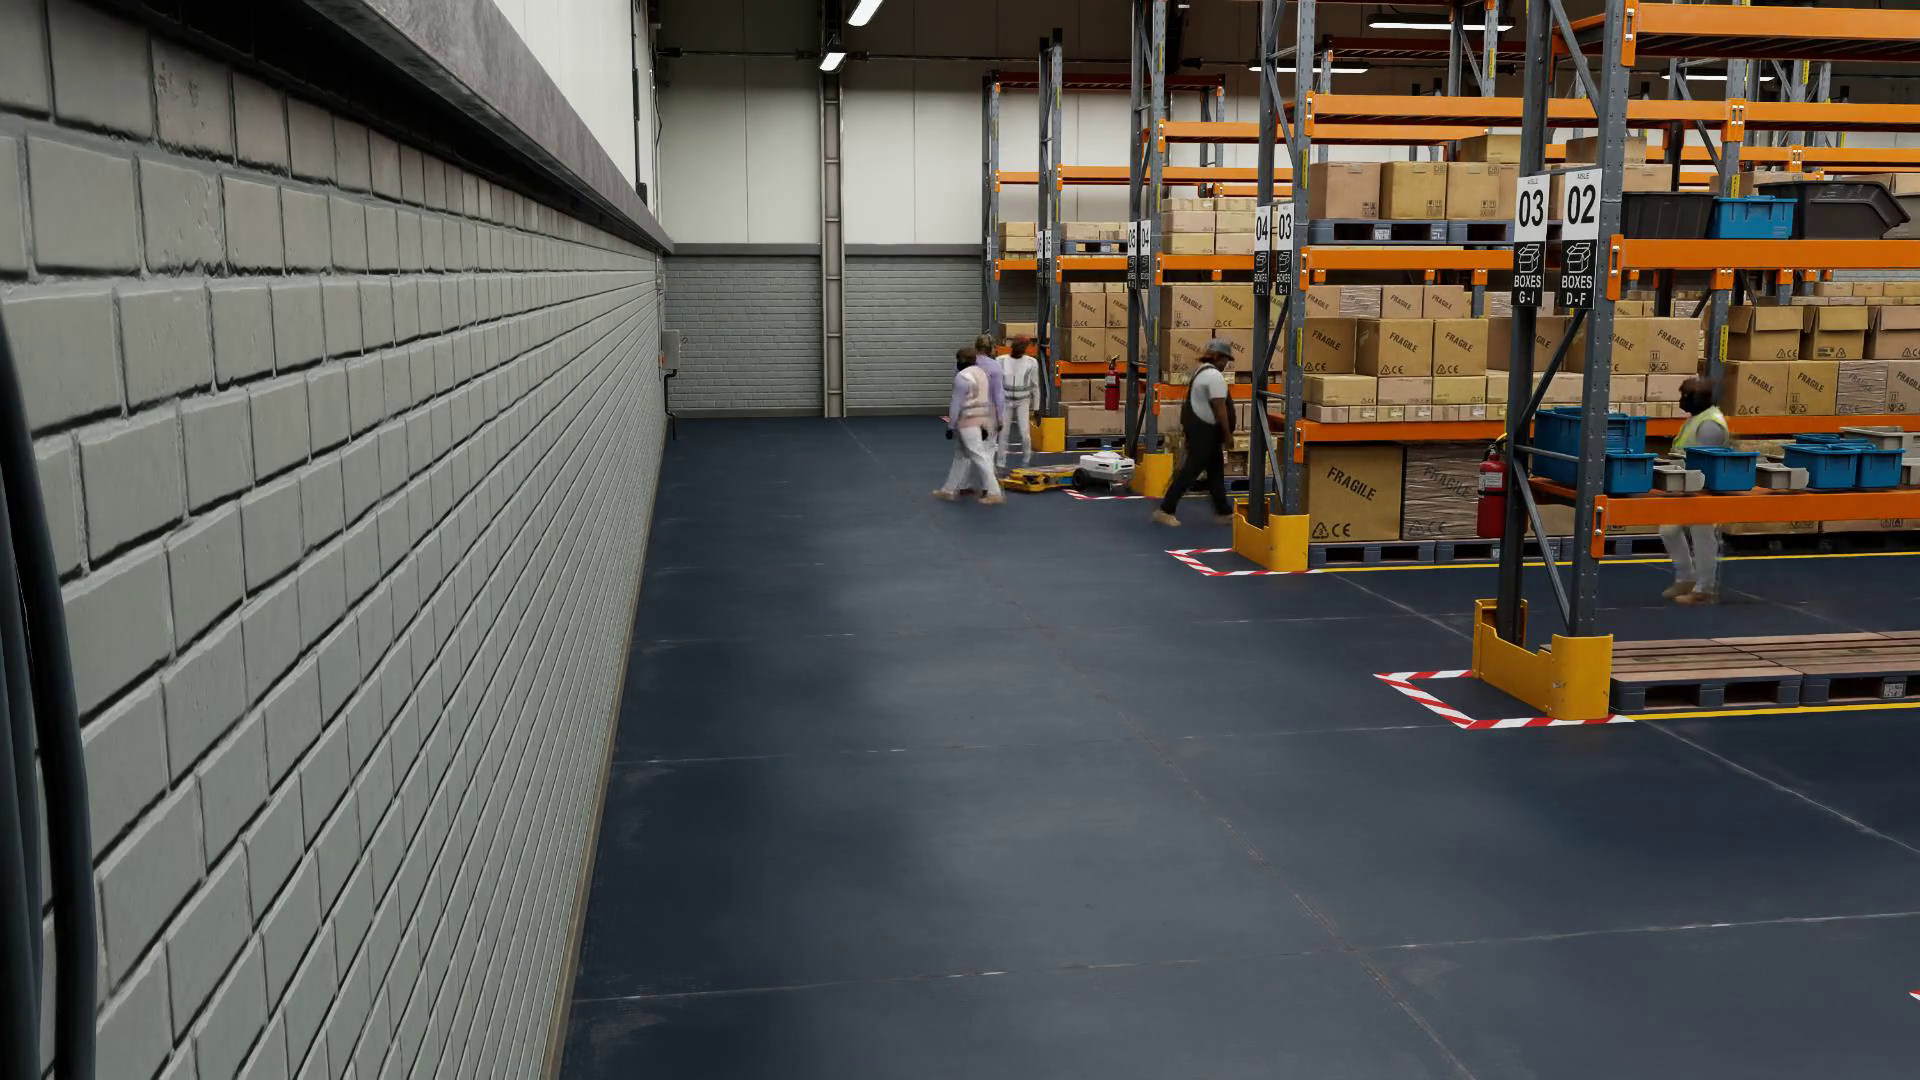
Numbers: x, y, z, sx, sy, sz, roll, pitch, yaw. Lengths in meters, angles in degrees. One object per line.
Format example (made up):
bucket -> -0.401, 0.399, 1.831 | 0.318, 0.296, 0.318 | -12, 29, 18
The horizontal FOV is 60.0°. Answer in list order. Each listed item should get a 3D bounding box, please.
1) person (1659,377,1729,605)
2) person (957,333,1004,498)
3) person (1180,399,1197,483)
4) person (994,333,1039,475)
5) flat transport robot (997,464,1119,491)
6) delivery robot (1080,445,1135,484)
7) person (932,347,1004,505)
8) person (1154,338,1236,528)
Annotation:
person -> 5.802, -0.378, 13.174 | 0.501, 1.818, 0.621 | 1, 9, 7
person -> 0.230, -1.459, 19.512 | 0.638, 1.927, 0.400 | 7, 12, 38
person -> 2.894, -1.597, 20.566 | 0.332, 1.860, 0.511 | -5, 10, -26
person -> 0.705, -1.740, 21.484 | 0.657, 1.855, 0.524 | 1, 9, 8
flat transport robot -> 1.209, -0.778, 20.389 | 1.431, 0.197, 0.652 | -7, 11, -36
delivery robot -> 1.763, -0.888, 19.906 | 0.477, 0.478, 0.707 | -7, 11, -36
person -> 0.109, -1.303, 18.976 | 0.959, 1.787, 0.621 | 4, 10, 22
person -> 2.480, -1.150, 17.242 | 0.994, 2.000, 0.803 | -1, 9, -4
